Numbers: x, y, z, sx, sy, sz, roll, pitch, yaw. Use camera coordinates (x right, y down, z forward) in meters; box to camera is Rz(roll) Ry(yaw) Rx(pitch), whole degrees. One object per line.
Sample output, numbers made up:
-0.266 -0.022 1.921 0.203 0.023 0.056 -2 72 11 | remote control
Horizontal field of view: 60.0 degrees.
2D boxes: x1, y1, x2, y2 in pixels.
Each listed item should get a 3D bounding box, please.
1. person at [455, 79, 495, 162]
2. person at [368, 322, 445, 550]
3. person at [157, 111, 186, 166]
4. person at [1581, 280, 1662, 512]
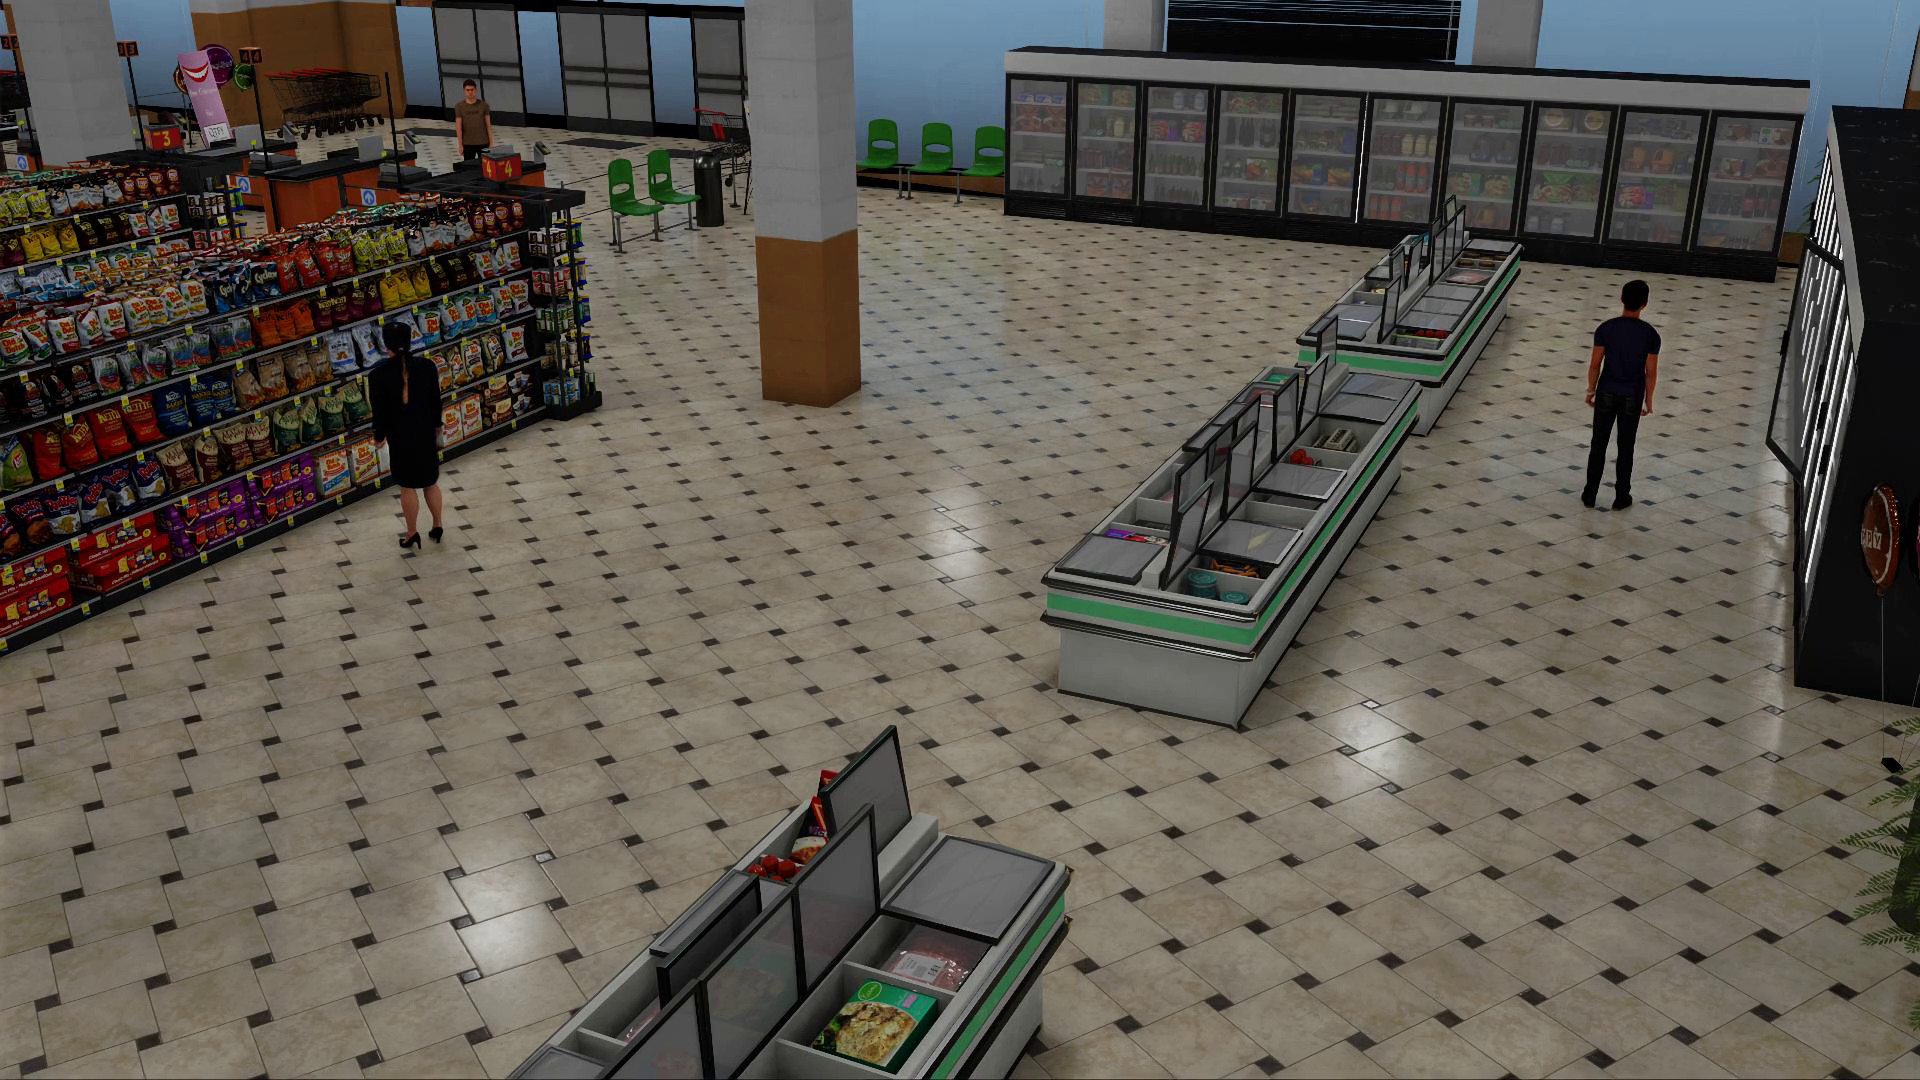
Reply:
-7.104 -5.813 24.410 0.730 1.851 0.806 -9 24 -22 | person
-3.983 -0.746 12.042 0.708 1.671 0.843 -19 29 -39 | person
-10.184 -4.648 21.584 0.610 1.795 0.519 10 24 24 | person
5.065 -1.111 12.788 0.640 1.790 0.499 10 24 23 | person
